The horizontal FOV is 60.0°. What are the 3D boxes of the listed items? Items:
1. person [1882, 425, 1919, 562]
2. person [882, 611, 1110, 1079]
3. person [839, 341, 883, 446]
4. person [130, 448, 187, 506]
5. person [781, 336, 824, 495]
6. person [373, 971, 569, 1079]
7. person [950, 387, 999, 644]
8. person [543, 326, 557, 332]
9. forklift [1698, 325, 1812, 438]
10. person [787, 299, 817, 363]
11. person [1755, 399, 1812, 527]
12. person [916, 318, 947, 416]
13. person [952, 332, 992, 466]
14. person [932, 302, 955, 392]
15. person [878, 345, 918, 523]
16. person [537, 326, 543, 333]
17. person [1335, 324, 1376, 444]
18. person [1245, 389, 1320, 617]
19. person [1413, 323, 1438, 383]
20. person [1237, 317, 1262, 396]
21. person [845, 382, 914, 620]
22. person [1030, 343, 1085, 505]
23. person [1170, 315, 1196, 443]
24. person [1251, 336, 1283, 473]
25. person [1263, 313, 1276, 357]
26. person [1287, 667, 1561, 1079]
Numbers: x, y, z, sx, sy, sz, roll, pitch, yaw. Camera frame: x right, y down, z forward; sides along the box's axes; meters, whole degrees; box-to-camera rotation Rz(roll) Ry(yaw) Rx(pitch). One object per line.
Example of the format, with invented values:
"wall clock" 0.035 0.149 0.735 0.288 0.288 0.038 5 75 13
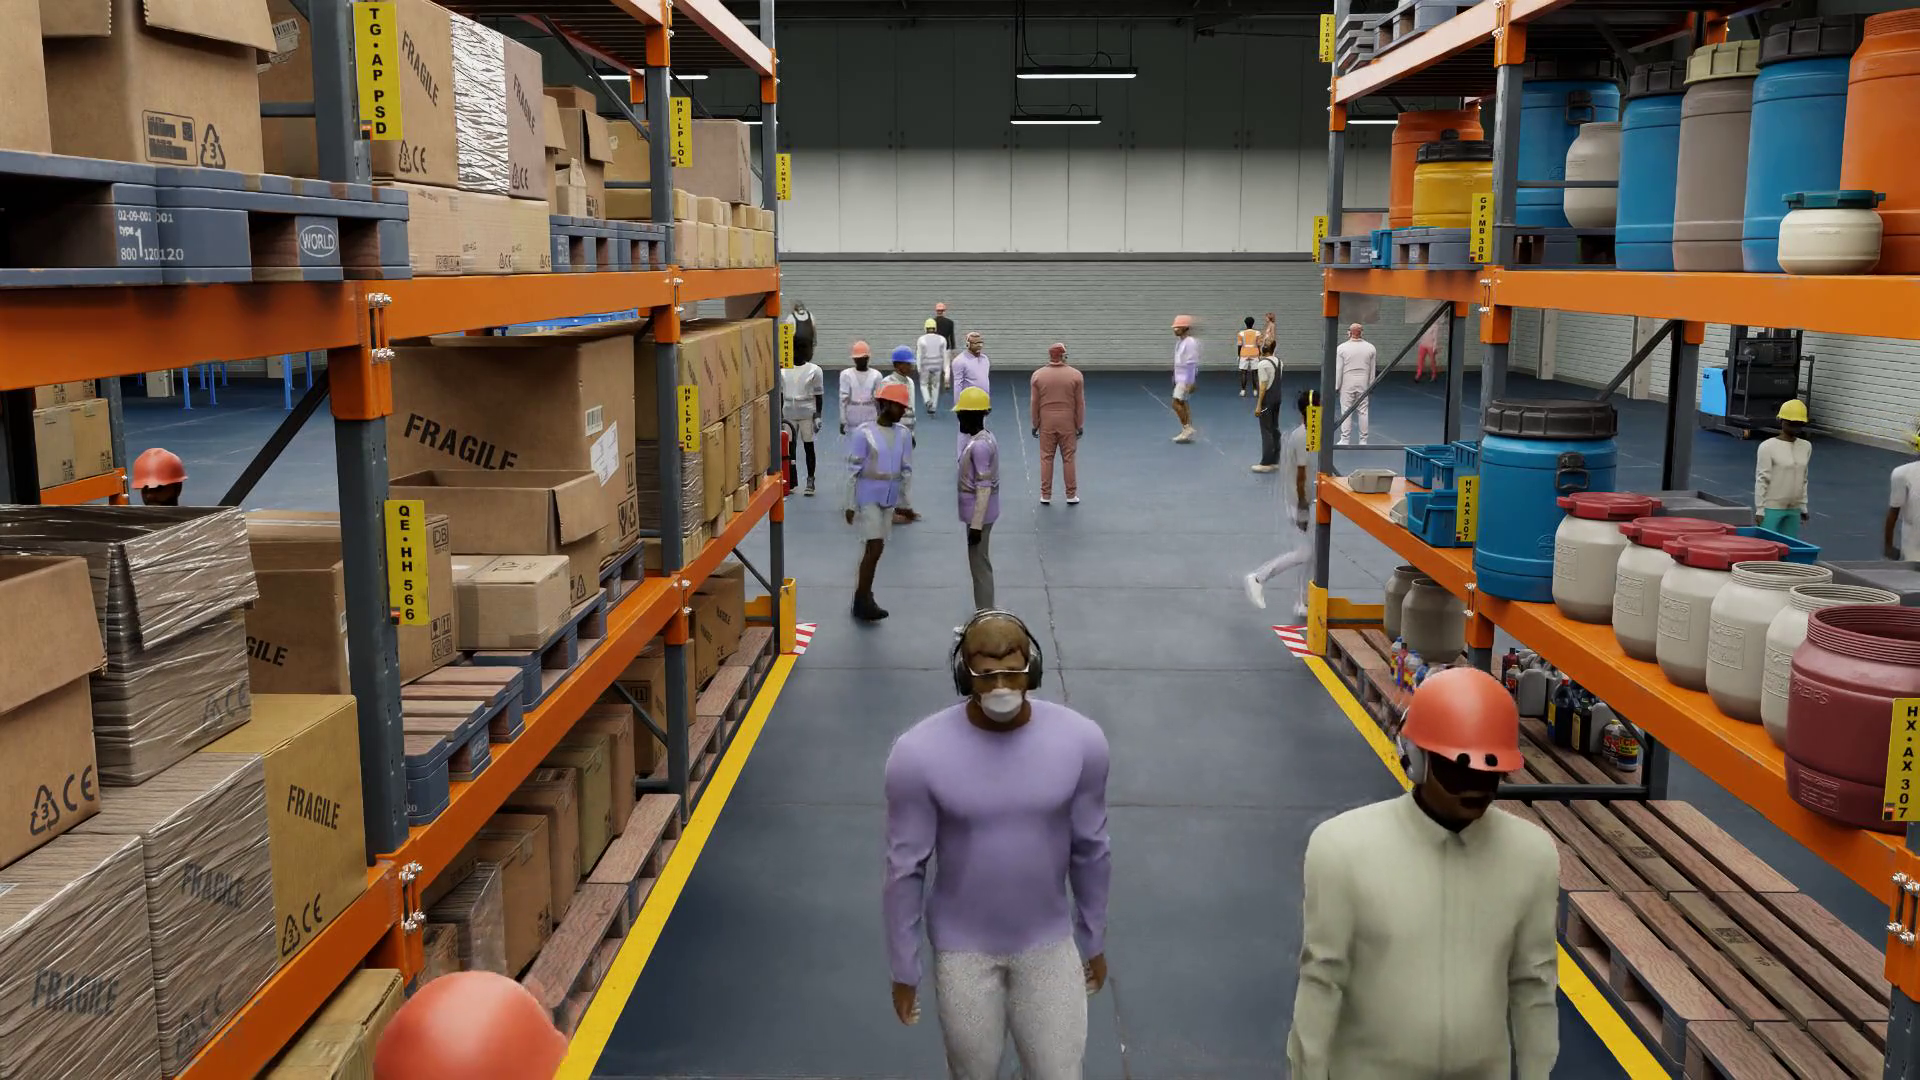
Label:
"person" 6.570 0.068 11.313 0.520 1.829 0.995 0 9 0
"person" 0.109 1.138 4.585 0.649 1.919 0.459 -1 10 -7
"person" -1.225 -1.515 20.586 0.552 1.903 0.924 0 9 -2
"person" -3.949 0.502 8.344 0.545 1.938 0.359 -1 10 -7
"person" -1.983 -1.537 20.497 0.602 1.958 0.381 3 10 15
"person" -0.619 1.522 2.366 0.558 1.883 0.890 0 9 -1
"person" 0.111 -0.188 12.511 0.372 1.925 0.594 0 9 -1
"person" -9.702 -4.670 39.339 0.372 1.934 0.627 0 9 2
"forklift" 13.248 -3.165 27.620 1.129 2.768 1.873 0 9 1
"person" -3.825 -4.812 39.998 0.730 2.000 0.805 -5 11 -28
"person" 6.618 -0.251 13.374 0.528 1.765 0.327 -3 10 -19
"person" -0.533 -3.223 31.018 0.596 1.818 0.423 -2 10 -13
"person" 0.197 -1.870 22.649 0.655 1.906 0.407 -9 13 -44
"person" -0.442 -4.248 36.683 0.617 1.982 0.466 -1 10 -7
"person" -0.667 -1.175 18.370 0.409 1.943 0.614 5 11 27
"person" -10.165 -4.712 40.506 0.277 1.629 0.514 2 10 13
"person" 6.102 -2.392 25.796 0.642 1.902 0.399 -1 10 -4
"person" 2.693 -0.292 13.361 0.632 1.853 0.536 4 10 21
"person" 11.121 -4.597 39.536 0.538 1.718 0.902 9 13 43
"person" 6.186 -3.921 35.567 0.533 1.694 0.319 1 9 3
"person" -0.635 -0.314 13.353 0.607 1.894 0.581 9 13 44
"person" 1.155 -1.373 19.682 0.643 1.905 0.399 1 10 8
"person" 3.499 -2.538 26.303 0.477 2.021 0.632 -2 10 -11
"person" 4.211 -1.855 22.743 0.347 1.846 0.505 9 13 42
"person" 7.466 -4.654 40.117 0.309 1.641 0.513 -1 10 -7
"person" 1.054 1.230 3.872 0.634 1.973 0.581 -1 10 -6
